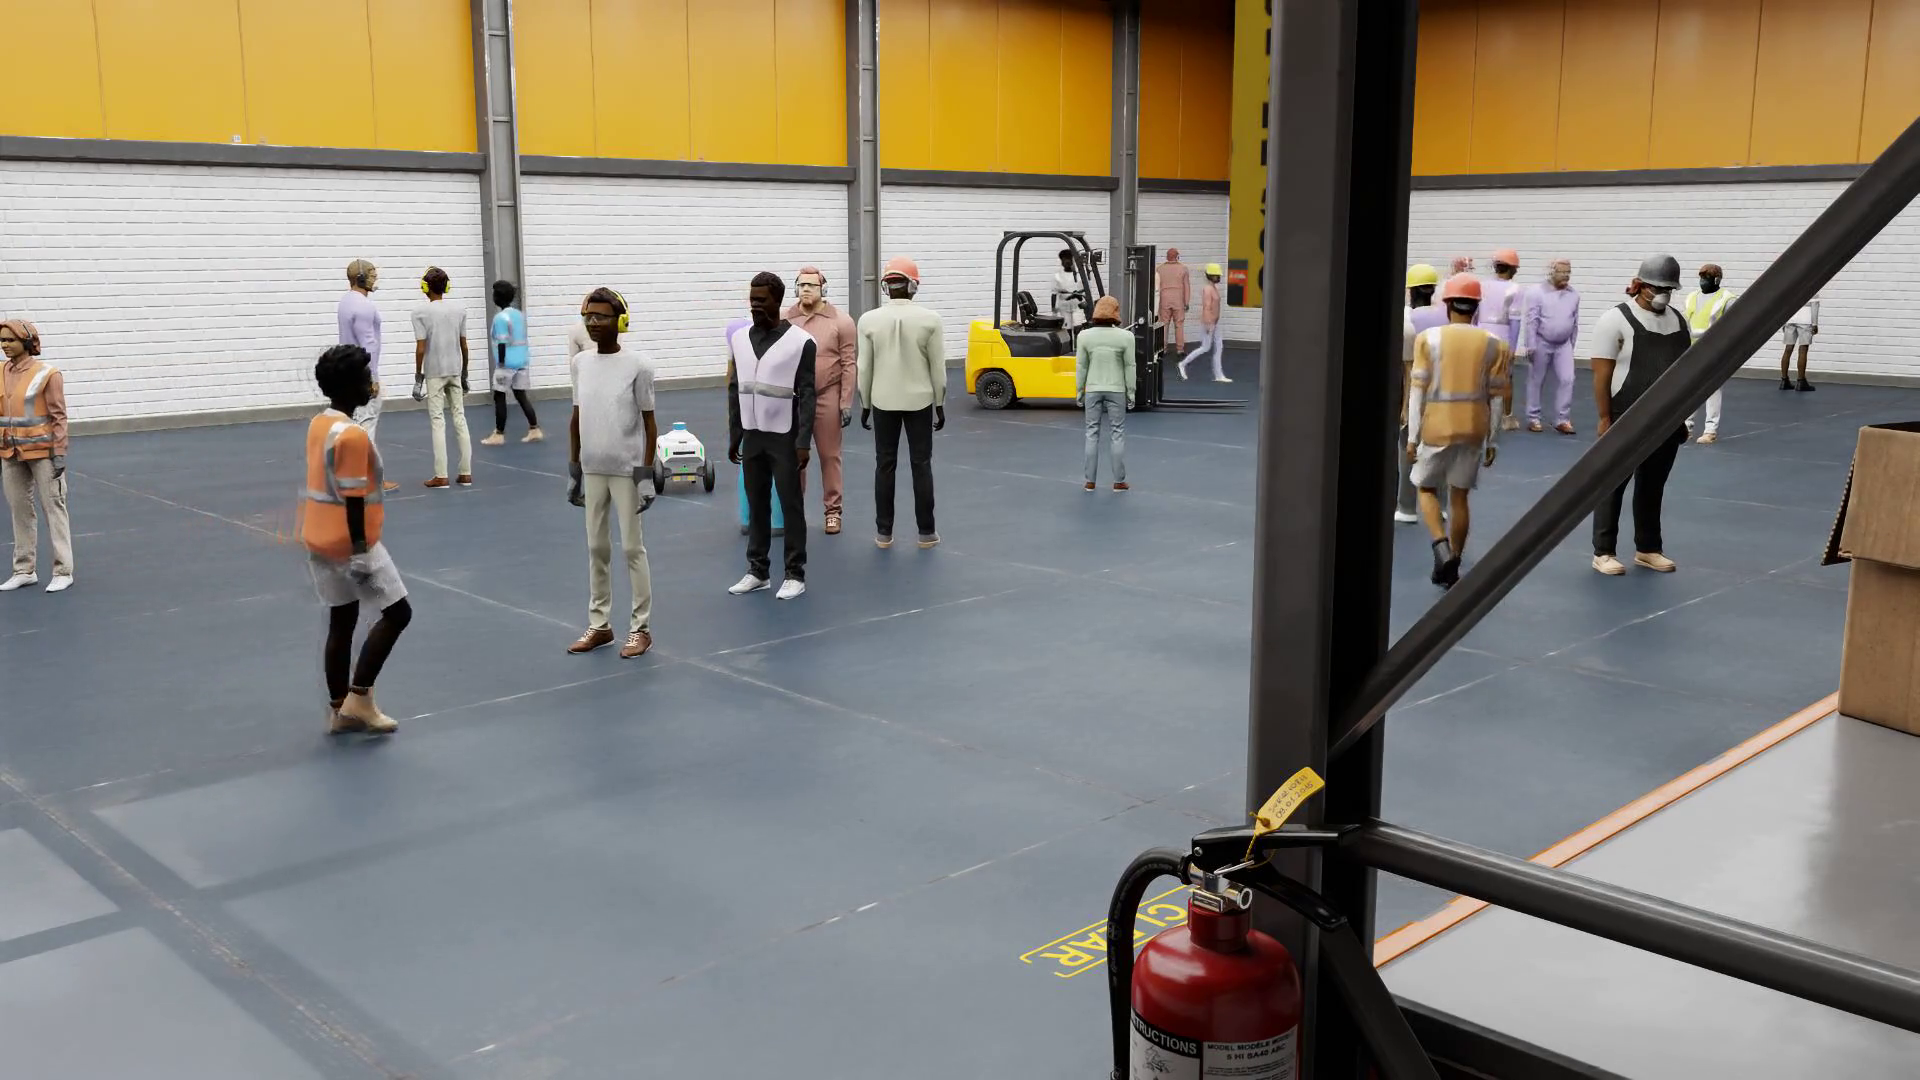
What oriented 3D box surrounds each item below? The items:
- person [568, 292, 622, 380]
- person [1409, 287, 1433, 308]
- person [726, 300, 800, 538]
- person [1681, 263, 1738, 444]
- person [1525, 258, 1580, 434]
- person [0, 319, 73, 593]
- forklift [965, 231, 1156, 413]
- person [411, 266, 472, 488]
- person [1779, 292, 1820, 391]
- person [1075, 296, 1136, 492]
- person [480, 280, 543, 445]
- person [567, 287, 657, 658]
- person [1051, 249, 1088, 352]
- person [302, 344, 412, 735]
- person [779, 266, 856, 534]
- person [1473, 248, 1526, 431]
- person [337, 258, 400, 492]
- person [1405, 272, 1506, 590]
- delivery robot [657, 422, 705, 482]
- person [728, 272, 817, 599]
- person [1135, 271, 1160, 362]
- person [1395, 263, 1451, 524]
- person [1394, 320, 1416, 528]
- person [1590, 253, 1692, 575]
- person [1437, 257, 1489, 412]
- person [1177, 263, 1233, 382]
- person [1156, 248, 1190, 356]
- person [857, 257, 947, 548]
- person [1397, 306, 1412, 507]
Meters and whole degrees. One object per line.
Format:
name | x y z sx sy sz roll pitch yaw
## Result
person | -3.229 -1.394 14.855 0.499 1.634 0.279 1 10 3
person | 5.170 -2.100 18.715 0.348 1.624 0.530 -2 11 -9
person | -1.393 -0.934 11.777 0.570 1.840 0.373 5 12 27
person | 7.663 -1.919 17.151 0.429 1.845 0.625 -6 12 -30
person | 6.383 -2.066 17.856 0.655 1.875 0.792 -1 10 -5
person | -5.580 -0.501 9.975 0.511 1.640 0.308 2 11 9
forklift | 1.222 -2.721 20.561 2.313 2.155 1.214 2 11 13
person | -4.396 -1.371 14.082 0.520 1.873 0.333 -10 14 -43
person | 11.555 -3.014 22.855 0.366 1.939 0.542 -5 12 -26
person | 1.216 -1.214 13.875 0.509 1.631 0.267 3 11 13
person | -4.599 -1.802 16.966 0.497 1.695 0.553 2 11 11
person | -1.775 -0.335 8.437 0.514 1.873 0.328 4 11 20
person | 1.765 -3.720 26.800 0.609 1.901 0.942 2 11 10
person | -2.570 0.015 7.048 0.375 1.684 0.535 -9 13 -39
person | -1.069 -0.992 11.910 0.641 1.913 0.407 2 11 11
person | 5.734 -2.134 17.931 1.017 1.998 0.649 -10 15 -44
person | -4.969 -1.363 13.855 0.376 1.940 0.629 -7 12 -33
person | 2.959 -0.640 9.971 0.576 1.915 0.514 0 10 2
delivery robot | -2.360 -0.748 14.020 0.477 0.478 0.707 -3 11 -15
person | -1.110 -0.616 9.835 0.593 1.920 0.391 5 12 27
person | 2.951 -3.672 26.539 0.428 1.913 0.601 -6 12 -31
person | 3.396 -1.074 12.310 0.613 1.926 0.389 -2 11 -10
person | 3.011 -0.977 12.005 0.506 1.845 0.342 6 12 30
person | 4.342 -0.797 10.491 0.676 2.000 0.536 -3 11 -16
person | 5.902 -2.341 19.351 0.907 1.871 0.677 -1 10 -5
person | 3.585 -3.161 24.208 0.747 1.740 0.529 5 11 25
person | 3.751 -4.195 29.385 0.636 1.911 0.405 3 11 15
person | -0.392 -0.930 11.367 0.610 1.985 0.393 1 10 4
person | 3.309 -1.197 13.097 0.581 1.882 0.339 3 11 17
